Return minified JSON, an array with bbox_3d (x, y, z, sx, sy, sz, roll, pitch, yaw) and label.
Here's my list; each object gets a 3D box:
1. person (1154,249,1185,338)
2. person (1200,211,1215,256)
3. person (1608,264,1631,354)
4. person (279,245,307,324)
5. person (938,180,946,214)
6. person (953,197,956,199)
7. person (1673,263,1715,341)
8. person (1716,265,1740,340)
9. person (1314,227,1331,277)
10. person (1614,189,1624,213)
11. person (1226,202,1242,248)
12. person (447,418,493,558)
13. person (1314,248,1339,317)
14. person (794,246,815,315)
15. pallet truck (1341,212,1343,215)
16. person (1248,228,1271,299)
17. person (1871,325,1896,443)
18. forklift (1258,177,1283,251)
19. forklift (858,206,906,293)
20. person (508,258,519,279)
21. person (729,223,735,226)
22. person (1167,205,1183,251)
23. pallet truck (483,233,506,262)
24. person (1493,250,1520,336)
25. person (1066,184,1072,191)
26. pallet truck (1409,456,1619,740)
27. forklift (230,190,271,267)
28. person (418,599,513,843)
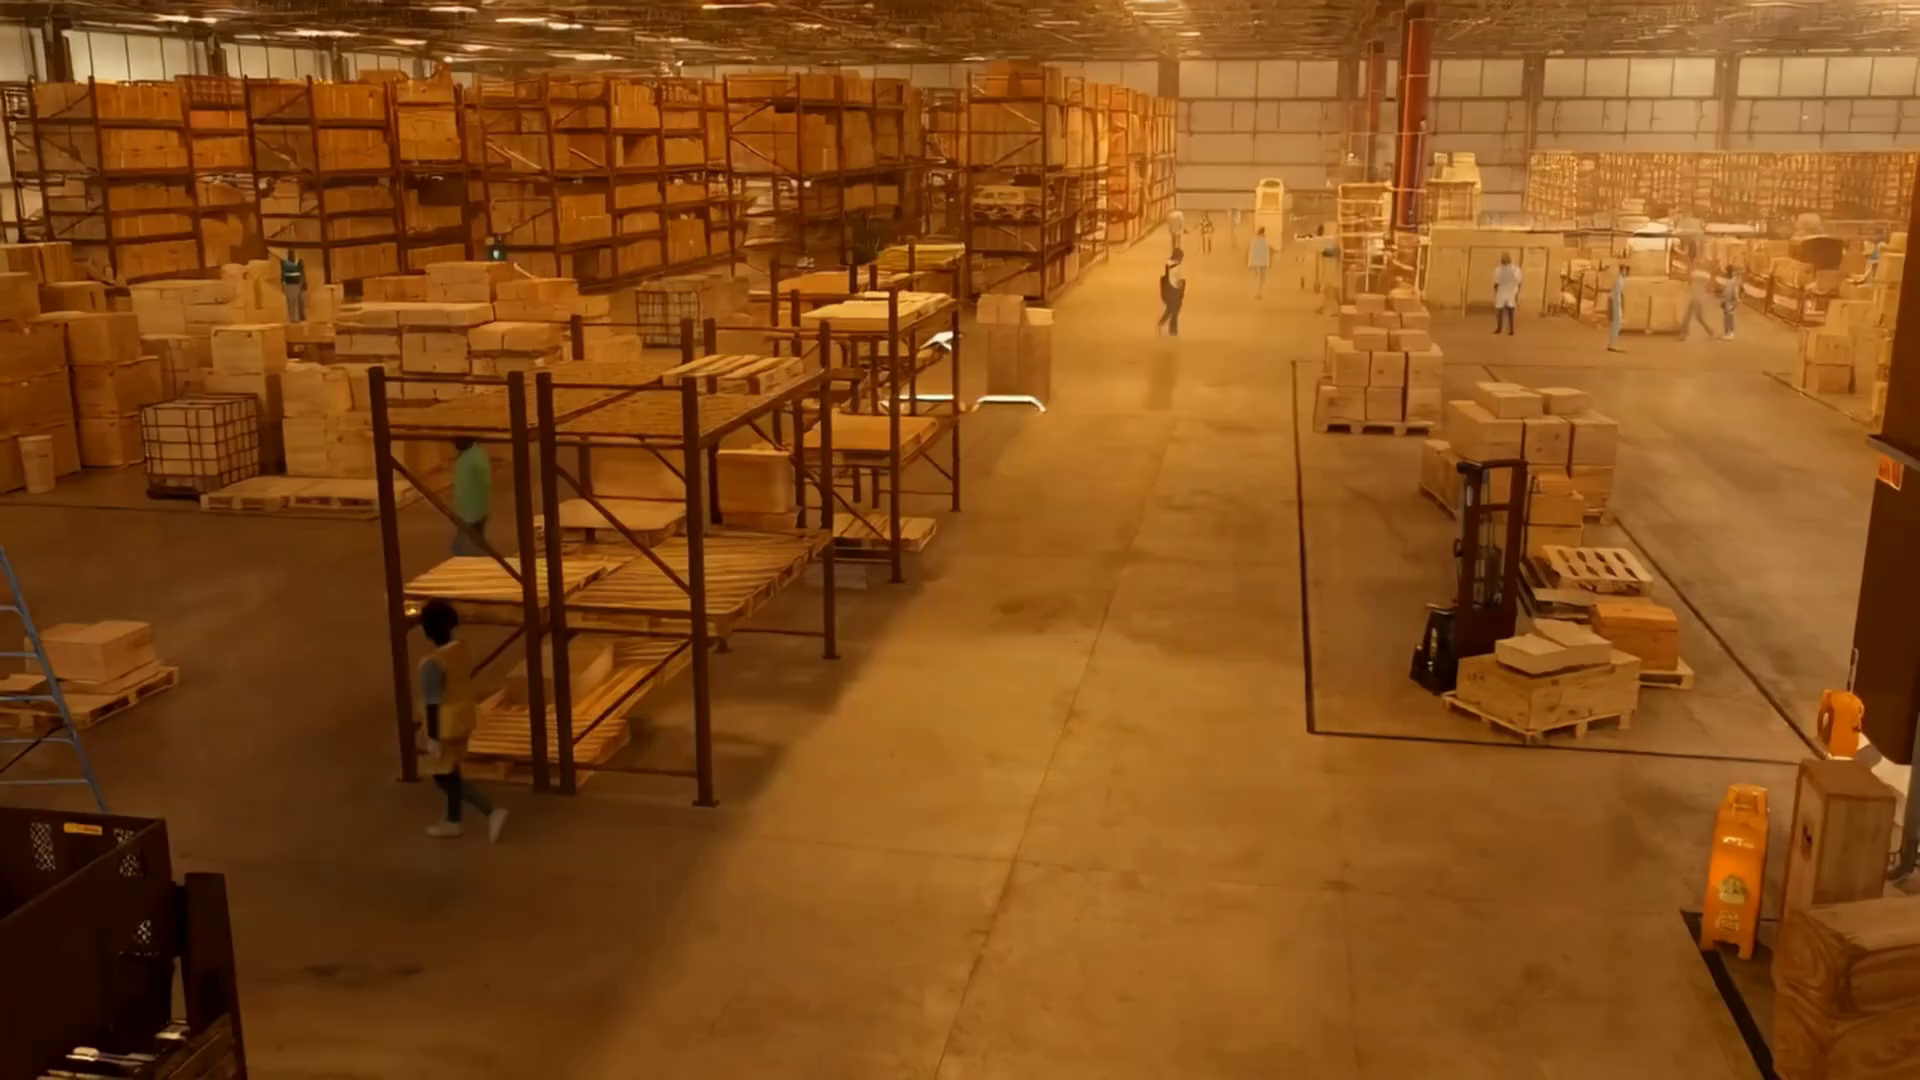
[{"bbox_3d":[4.823,-5.597,37.655,0.581,2.000,0.696,-7,16,-28],"label":"person"},{"bbox_3d":[9.243,-11.416,62.014,0.551,1.682,0.411,1,14,5],"label":"person"},{"bbox_3d":[13.934,-4.874,35.072,0.316,1.870,0.531,1,14,5],"label":"person"},{"bbox_3d":[-16.136,-6.167,40.247,0.595,1.910,0.386,-12,18,-40],"label":"person"},{"bbox_3d":[-0.993,-19.205,93.174,0.499,1.907,0.586,7,16,27],"label":"person"},{"bbox_3d":[-0.145,-17.820,87.920,0.525,1.729,0.866,7,16,27],"label":"person"},{"bbox_3d":[16.455,-5.289,37.041,0.829,1.736,0.533,1,14,3],"label":"person"},{"bbox_3d":[17.238,-5.318,37.251,0.320,1.693,0.537,0,14,2],"label":"person"},{"bbox_3d":[11.559,-9.190,53.132,0.503,1.599,0.765,6,15,23],"label":"person"},{"bbox_3d":[35.079,-17.972,88.420,0.989,1.795,0.593,0,14,-1],"label":"person"},{"bbox_3d":[11.017,-12.667,66.828,0.620,1.808,0.545,2,14,9],"label":"person"},{"bbox_3d":[-4.844,-0.309,16.450,0.411,1.910,0.596,1,14,4],"label":"person"},{"bbox_3d":[9.294,-6.524,42.086,0.550,1.699,0.886,-12,18,-41],"label":"person"},{"bbox_3d":[-3.792,-6.287,40.838,0.592,1.859,0.752,4,14,15],"label":"person"},{"bbox_3d":[15.874,-13.227,70.310,0.680,1.201,1.601,10,17,35],"label":"pallet truck"},{"bbox_3d":[8.339,-7.688,46.312,0.621,1.969,0.908,4,14,15],"label":"person"},{"bbox_3d":[13.740,-2.300,24.522,0.371,1.916,0.597,2,14,7],"label":"person"},{"bbox_3d":[12.083,-12.747,64.956,1.129,2.768,1.873,3,14,10],"label":"forklift"},{"bbox_3d":[-1.996,-6.767,40.679,1.129,2.768,1.873,3,14,10],"label":"forklift"},{"bbox_3d":[-10.827,-5.983,40.101,0.678,1.613,0.512,-2,14,-10],"label":"person"},{"bbox_3d":[-9.472,-12.900,67.603,0.637,1.909,0.964,1,14,4],"label":"person"},{"bbox_3d":[8.106,-11.672,62.646,0.571,1.879,1.008,2,14,8],"label":"person"},{"bbox_3d":[-11.832,-7.026,43.548,1.885,1.965,0.823,8,16,28],"label":"pallet truck"},{"bbox_3d":[12.472,-5.645,38.032,0.601,1.955,0.391,10,17,36],"label":"person"},{"bbox_3d":[5.675,-17.903,88.059,0.637,1.826,0.696,1,14,6],"label":"person"},{"bbox_3d":[4.504,0.400,13.395,0.823,1.965,1.885,-6,15,-23],"label":"pallet truck"},{"bbox_3d":[-21.592,-9.339,51.120,1.873,2.768,1.129,12,18,39],"label":"forklift"},{"bbox_3d":[-3.240,1.205,10.799,0.623,1.681,0.539,3,14,11],"label":"person"}]
